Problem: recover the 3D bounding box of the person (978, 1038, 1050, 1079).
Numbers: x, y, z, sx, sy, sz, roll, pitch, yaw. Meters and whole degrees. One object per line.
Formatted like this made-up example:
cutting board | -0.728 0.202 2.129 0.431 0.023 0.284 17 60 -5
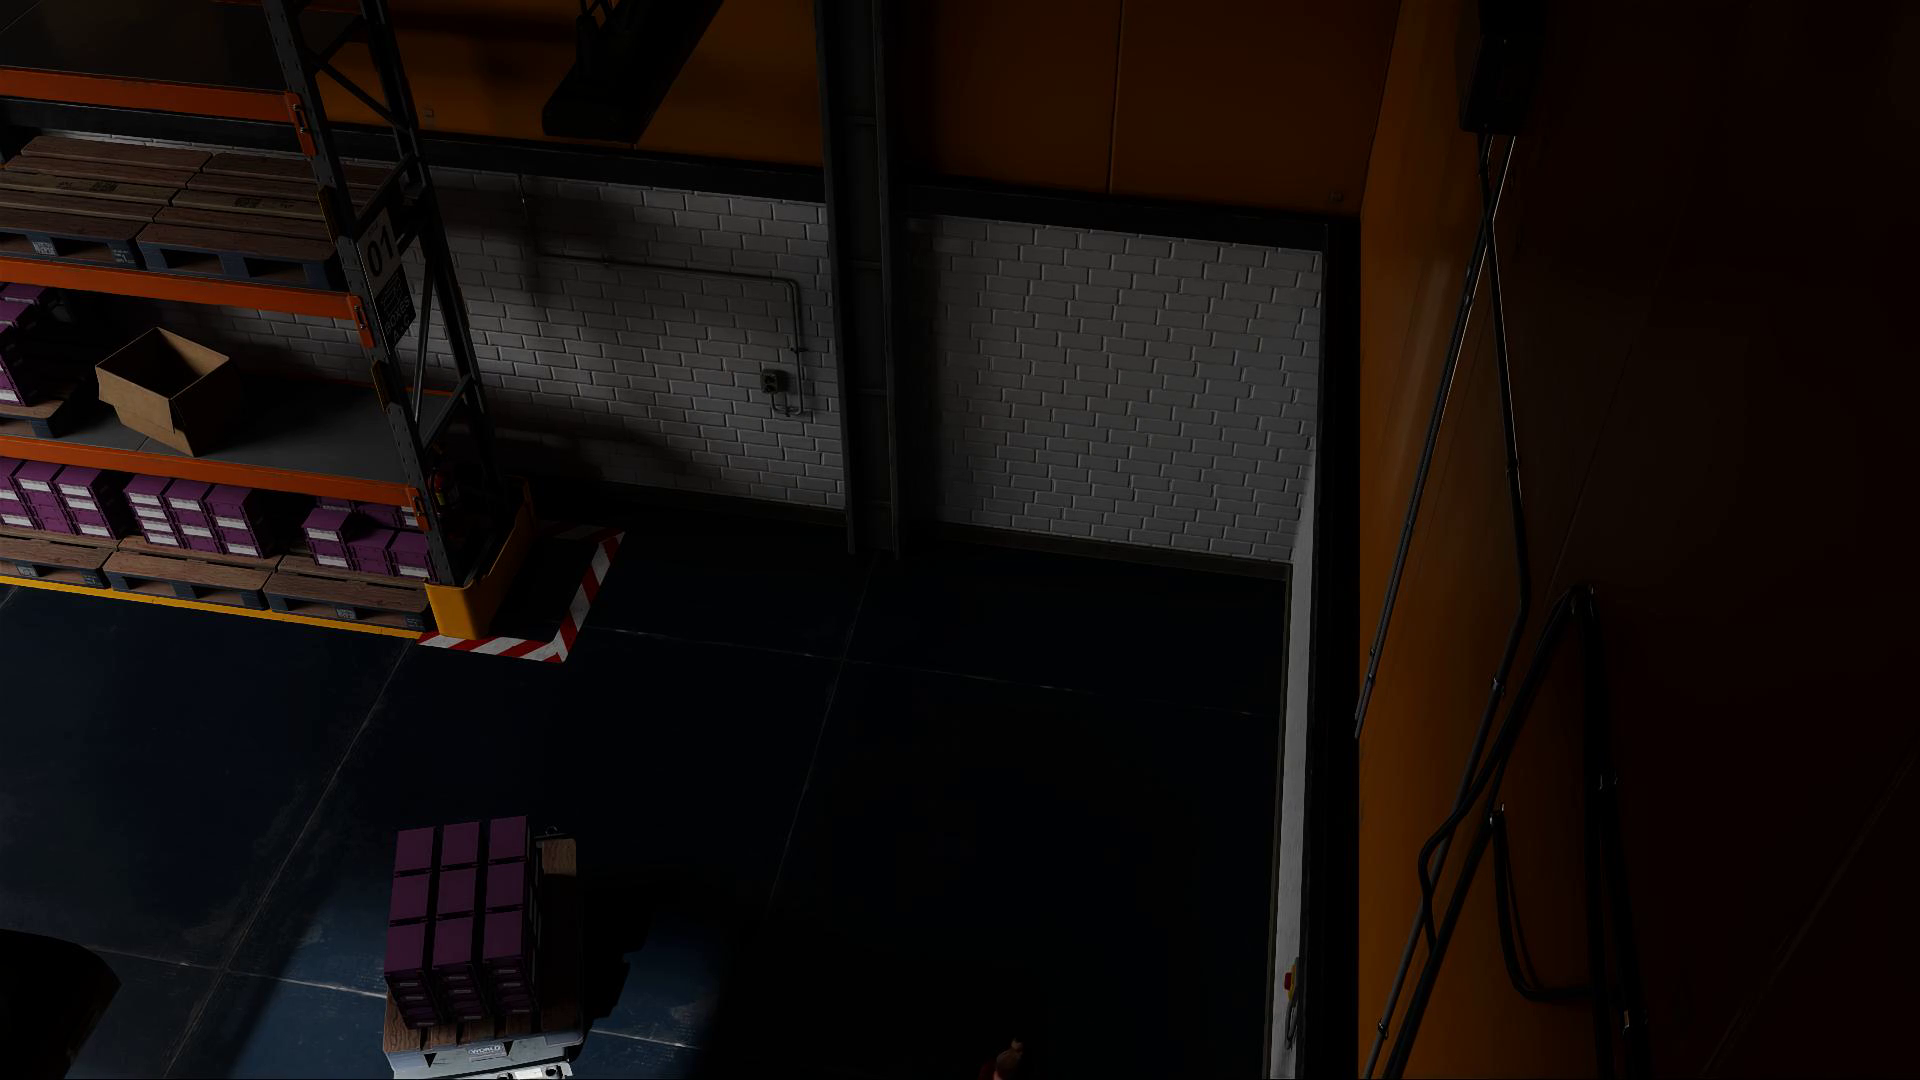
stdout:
person | 0.336 2.824 8.110 1.104 1.665 0.961 18 47 18
